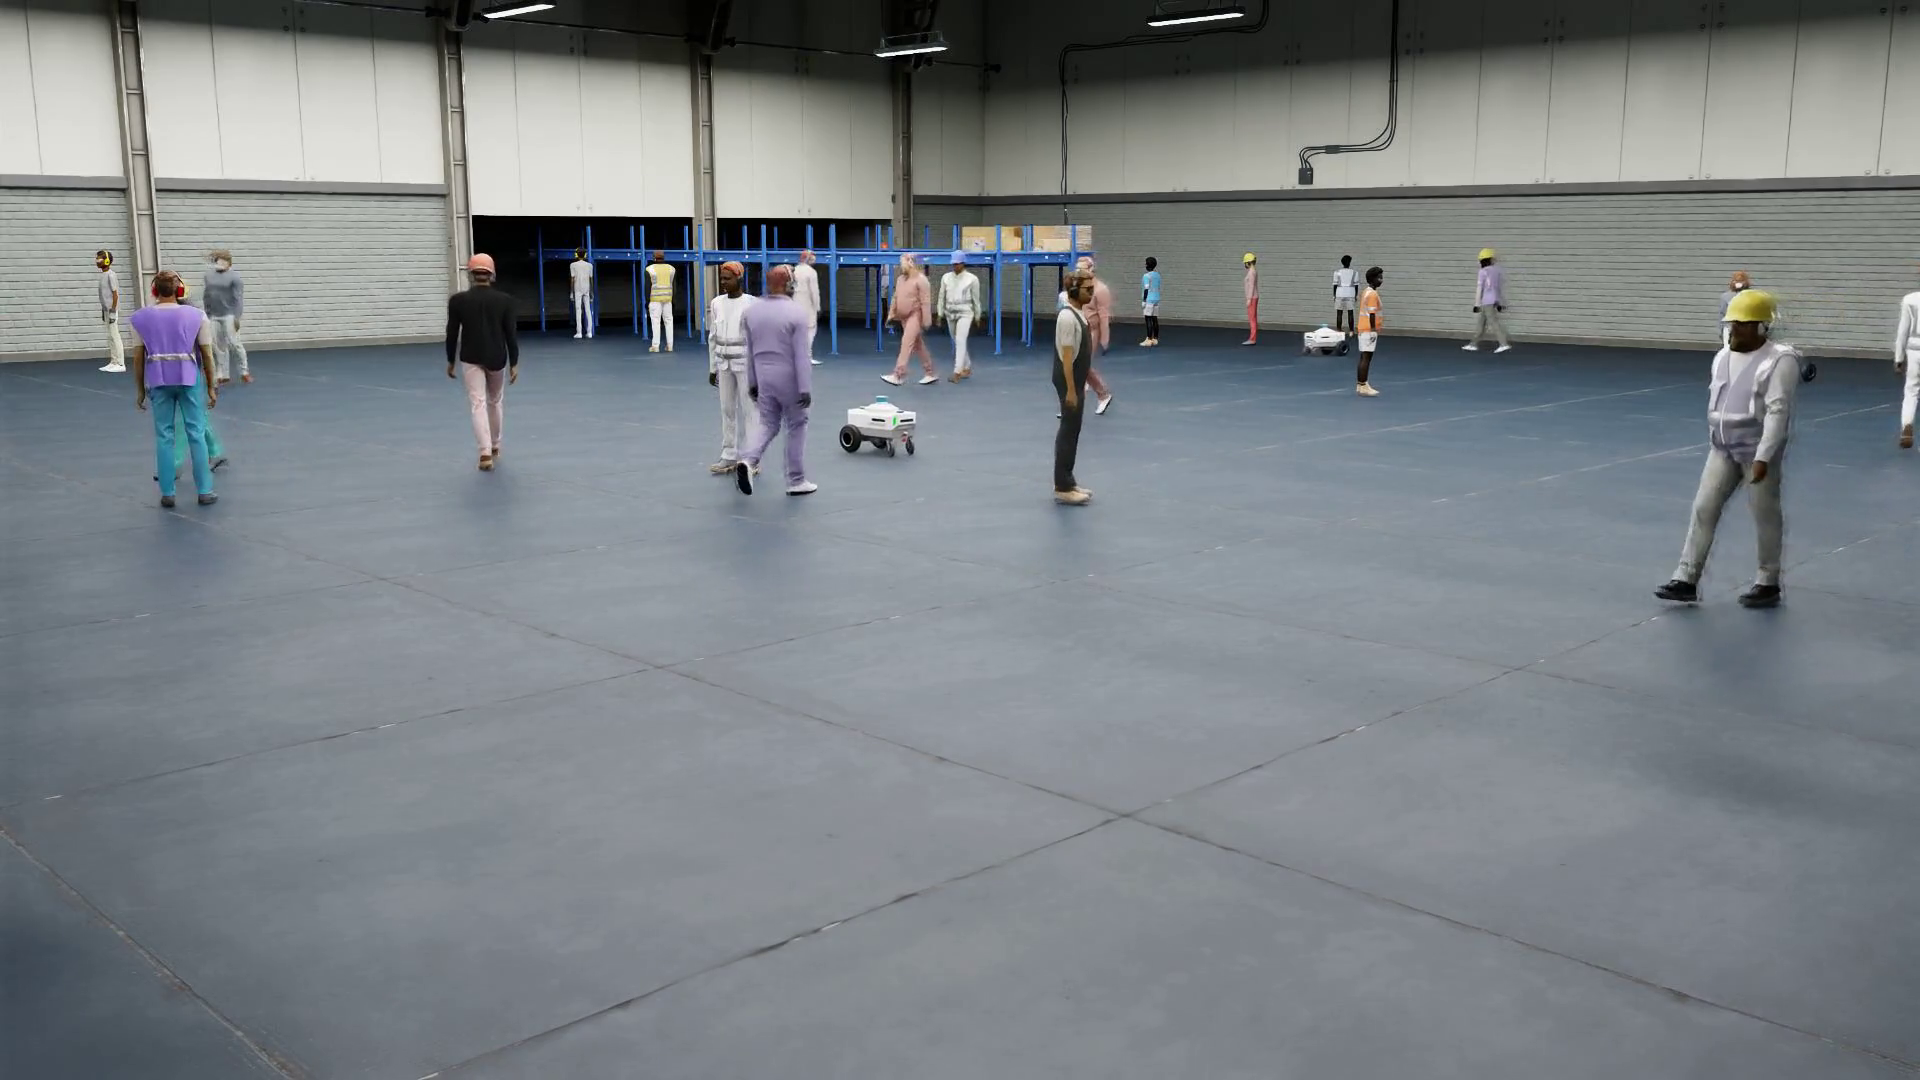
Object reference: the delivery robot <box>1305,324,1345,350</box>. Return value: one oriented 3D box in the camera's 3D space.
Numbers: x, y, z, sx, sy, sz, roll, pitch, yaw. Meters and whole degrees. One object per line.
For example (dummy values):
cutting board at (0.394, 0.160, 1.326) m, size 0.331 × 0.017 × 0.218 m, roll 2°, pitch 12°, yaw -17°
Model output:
delivery robot at (6.452, -3.569, 29.403) m, size 0.707 × 0.478 × 0.477 m, roll -5°, pitch 12°, yaw -26°

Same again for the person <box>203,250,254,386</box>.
person at (-10.376, -3.133, 23.520) m, size 0.698 × 1.903 × 0.398 m, roll 4°, pitch 11°, yaw 20°

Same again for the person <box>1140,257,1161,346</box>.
person at (3.642, -4.561, 31.836) m, size 0.315 × 1.696 × 0.541 m, roll 8°, pitch 13°, yaw 36°

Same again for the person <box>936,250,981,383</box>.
person at (0.015, -3.293, 24.358) m, size 0.593 × 1.906 × 0.954 m, roll 6°, pitch 12°, yaw 29°

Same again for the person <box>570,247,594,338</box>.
person at (-7.833, -5.120, 34.443) m, size 0.502 × 1.863 × 0.321 m, roll -8°, pitch 13°, yaw -36°

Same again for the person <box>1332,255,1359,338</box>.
person at (7.983, -5.043, 34.456) m, size 0.540 × 1.698 × 0.317 m, roll 1°, pitch 10°, yaw 7°

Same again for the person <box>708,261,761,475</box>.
person at (-1.983, -1.524, 14.765) m, size 0.583 × 1.882 × 0.337 m, roll 6°, pitch 12°, yaw 28°

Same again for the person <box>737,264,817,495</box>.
person at (-1.476, -1.279, 13.431) m, size 0.653 × 1.881 × 0.737 m, roll 6°, pitch 12°, yaw 31°

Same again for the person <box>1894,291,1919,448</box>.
person at (9.406, -1.768, 16.152) m, size 0.587 × 1.863 × 0.691 m, roll 8°, pitch 13°, yaw 37°

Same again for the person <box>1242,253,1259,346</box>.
person at (5.611, -4.651, 32.168) m, size 0.335 × 1.759 × 0.523 m, roll 3°, pitch 11°, yaw 16°

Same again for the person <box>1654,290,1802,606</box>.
person at (4.382, -0.503, 9.433) m, size 0.855 × 1.795 × 0.605 m, roll -4°, pitch 11°, yaw -23°

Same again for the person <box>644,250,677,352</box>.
person at (-5.472, -4.357, 30.327) m, size 0.633 × 1.842 × 0.429 m, roll -7°, pitch 13°, yaw -35°

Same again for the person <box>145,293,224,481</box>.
person at (-6.821, -1.404, 14.592) m, size 0.525 × 1.716 × 0.976 m, roll 3°, pitch 11°, yaw 16°

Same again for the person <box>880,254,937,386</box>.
person at (-0.713, -3.113, 23.555) m, size 1.023 × 1.843 × 0.637 m, roll -6°, pitch 12°, yaw -32°

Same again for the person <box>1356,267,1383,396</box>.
person at (5.444, -2.772, 22.072) m, size 0.319 × 1.698 × 0.538 m, roll 1°, pitch 10°, yaw 6°

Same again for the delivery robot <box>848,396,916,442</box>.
delivery robot at (-0.768, -1.170, 16.320) m, size 0.707 × 0.478 × 0.477 m, roll 9°, pitch 14°, yaw 42°

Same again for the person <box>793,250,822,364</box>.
person at (-2.578, -3.846, 27.546) m, size 0.437 × 1.883 × 0.784 m, roll -8°, pitch 13°, yaw -38°

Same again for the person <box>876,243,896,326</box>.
person at (-1.756, -6.031, 39.211) m, size 0.545 × 1.933 × 0.376 m, roll -9°, pitch 14°, yaw -41°

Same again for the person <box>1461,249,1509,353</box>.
person at (9.606, -4.340, 30.185) m, size 0.591 × 1.875 × 1.007 m, roll -10°, pitch 14°, yaw -43°

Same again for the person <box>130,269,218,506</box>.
person at (-6.162, -1.193, 13.065) m, size 0.572 × 1.843 × 0.373 m, roll -4°, pitch 11°, yaw -21°

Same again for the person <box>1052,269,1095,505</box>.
person at (0.904, -1.224, 13.233) m, size 0.326 × 1.843 × 0.514 m, roll 2°, pitch 11°, yaw 13°

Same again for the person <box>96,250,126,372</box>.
person at (-13.273, -3.563, 25.918) m, size 0.328 × 1.873 × 0.512 m, roll -9°, pitch 14°, yaw -41°

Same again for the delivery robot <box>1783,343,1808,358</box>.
delivery robot at (12.088, -2.765, 24.311) m, size 0.698 × 0.223 × 0.335 m, roll -5°, pitch 11°, yaw -23°

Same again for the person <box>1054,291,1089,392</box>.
person at (1.522, -2.744, 22.132) m, size 0.530 × 1.630 × 0.366 m, roll 4°, pitch 11°, yaw 23°

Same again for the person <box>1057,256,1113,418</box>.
person at (1.485, -2.378, 19.443) m, size 0.939 × 1.871 × 0.646 m, roll -8°, pitch 13°, yaw -37°

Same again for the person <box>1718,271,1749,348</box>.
person at (10.988, -2.988, 23.509) m, size 0.506 × 1.612 × 0.694 m, roll 5°, pitch 12°, yaw 26°

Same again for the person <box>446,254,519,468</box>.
person at (-4.408, -1.663, 15.372) m, size 0.621 × 1.942 × 1.030 m, roll -4°, pitch 11°, yaw -21°
